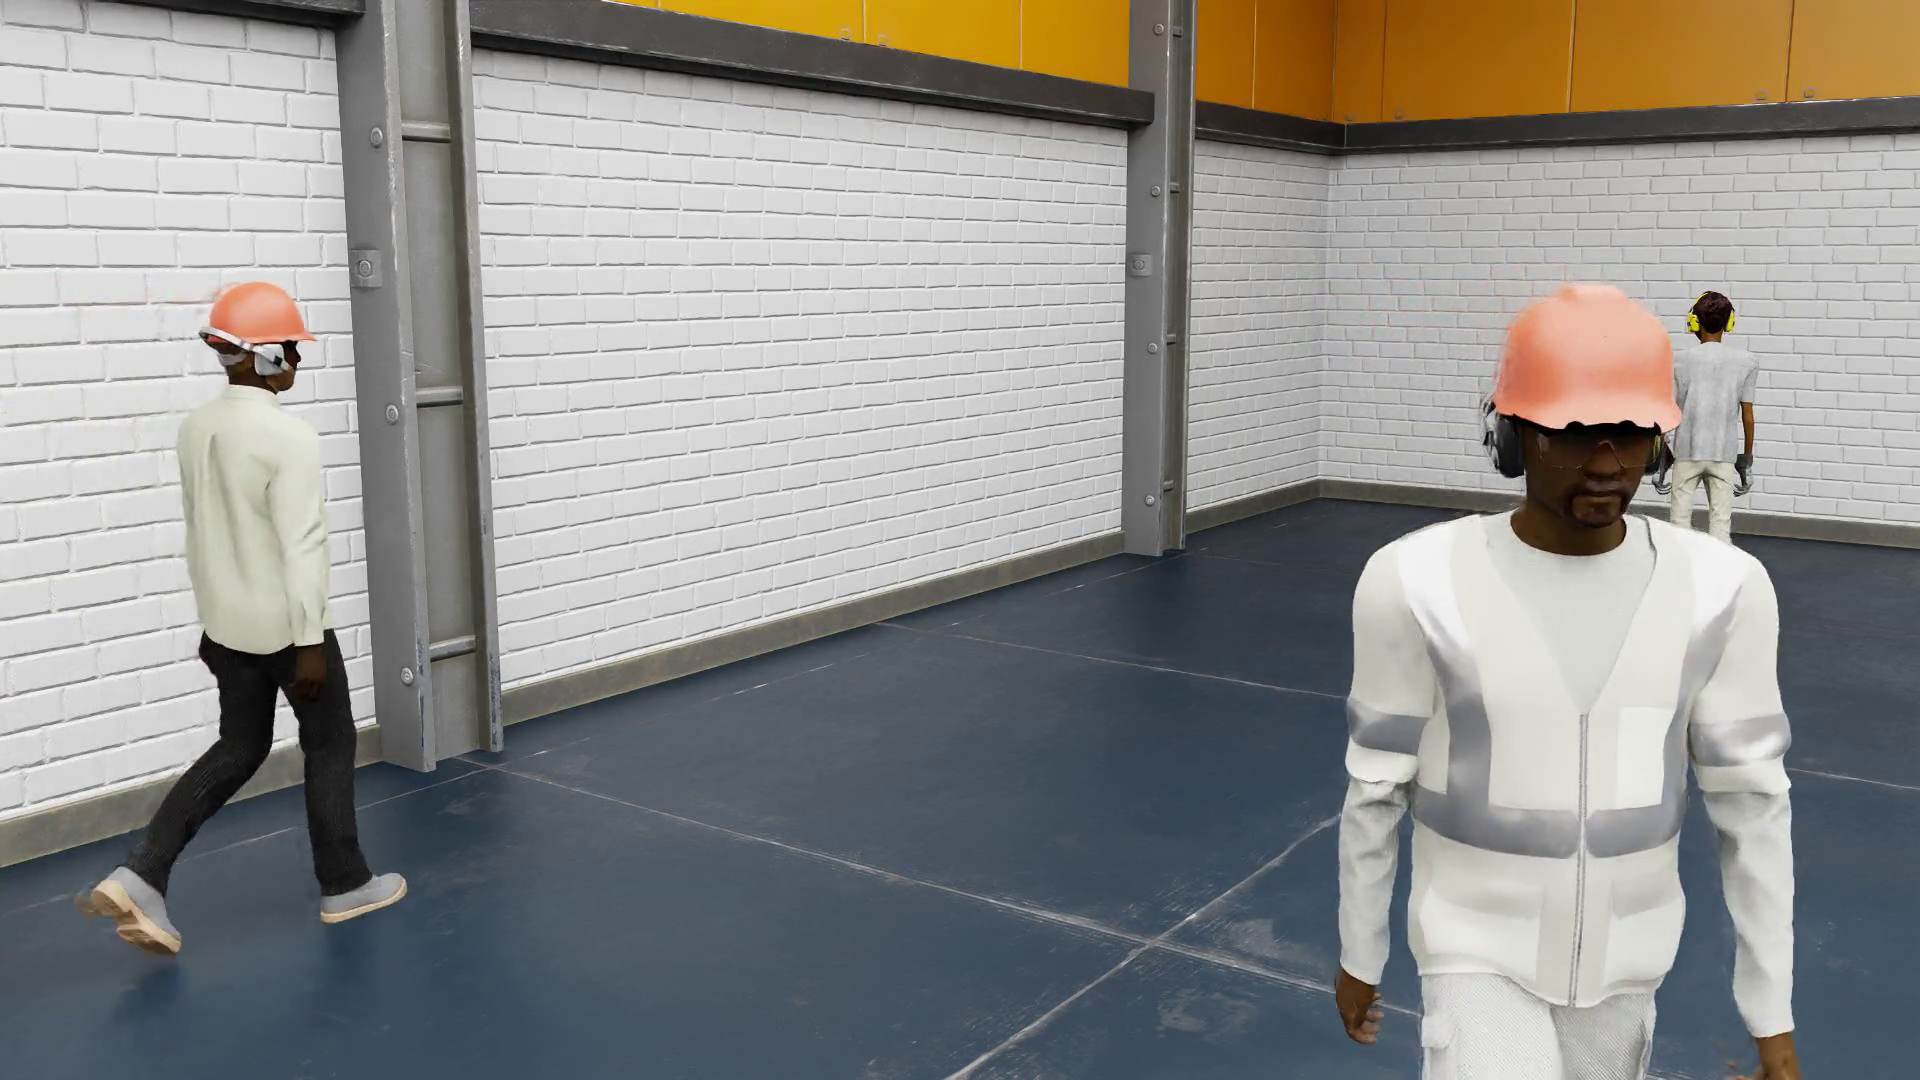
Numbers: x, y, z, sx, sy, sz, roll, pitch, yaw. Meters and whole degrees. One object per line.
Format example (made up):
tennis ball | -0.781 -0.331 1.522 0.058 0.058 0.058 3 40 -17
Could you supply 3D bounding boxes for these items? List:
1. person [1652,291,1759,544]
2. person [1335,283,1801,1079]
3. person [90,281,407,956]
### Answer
person | 4.070 -0.421 9.098 0.519 1.862 0.317 3 10 17
person | 0.903 0.618 2.538 0.624 1.995 1.013 0 10 1
person | -2.092 0.238 4.851 0.622 1.970 0.859 6 11 33
